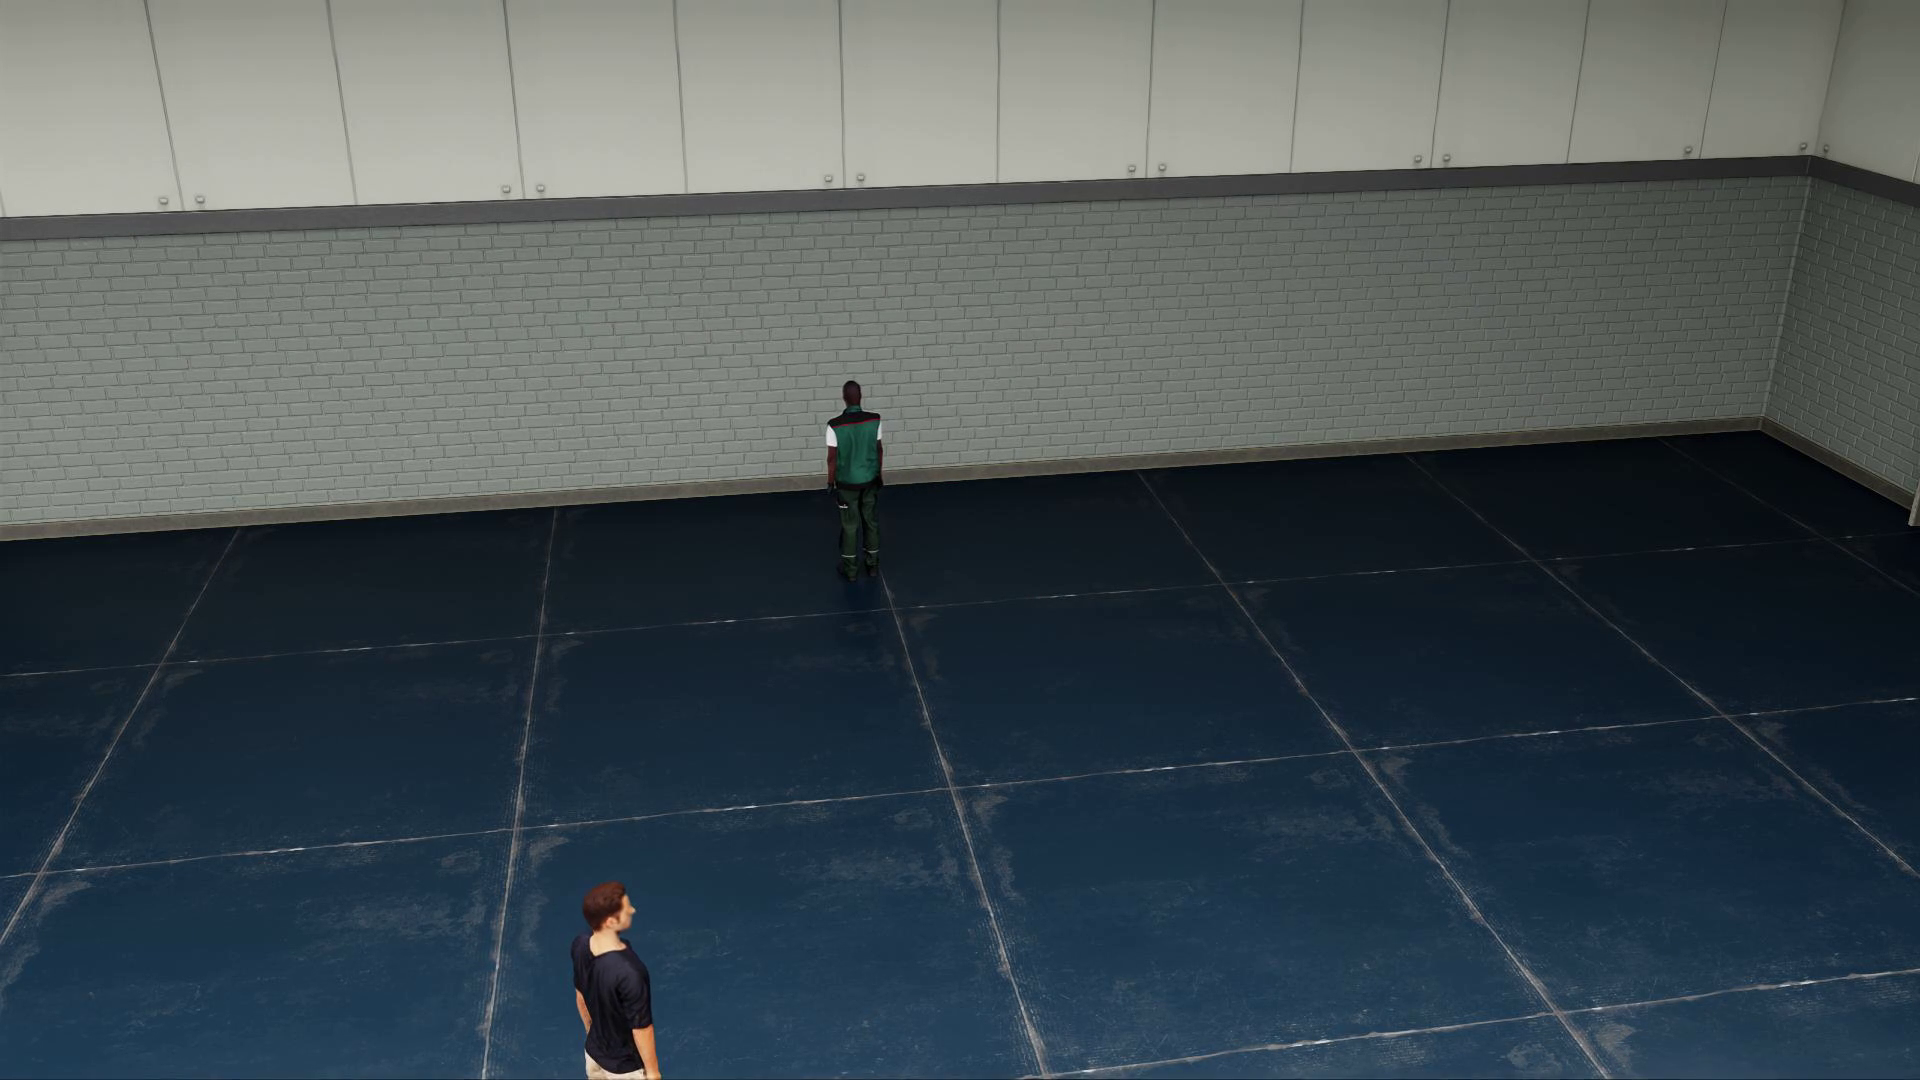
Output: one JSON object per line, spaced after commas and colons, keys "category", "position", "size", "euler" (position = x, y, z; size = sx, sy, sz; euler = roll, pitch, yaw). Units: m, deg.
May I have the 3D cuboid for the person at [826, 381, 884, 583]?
{"category": "person", "position": [-0.917, -0.523, 14.743], "size": [0.735, 1.840, 0.680], "euler": [-9, 25, -21]}

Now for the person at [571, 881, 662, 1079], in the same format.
{"category": "person", "position": [-1.609, 2.416, 7.813], "size": [0.690, 1.854, 0.779], "euler": [19, 29, 37]}
